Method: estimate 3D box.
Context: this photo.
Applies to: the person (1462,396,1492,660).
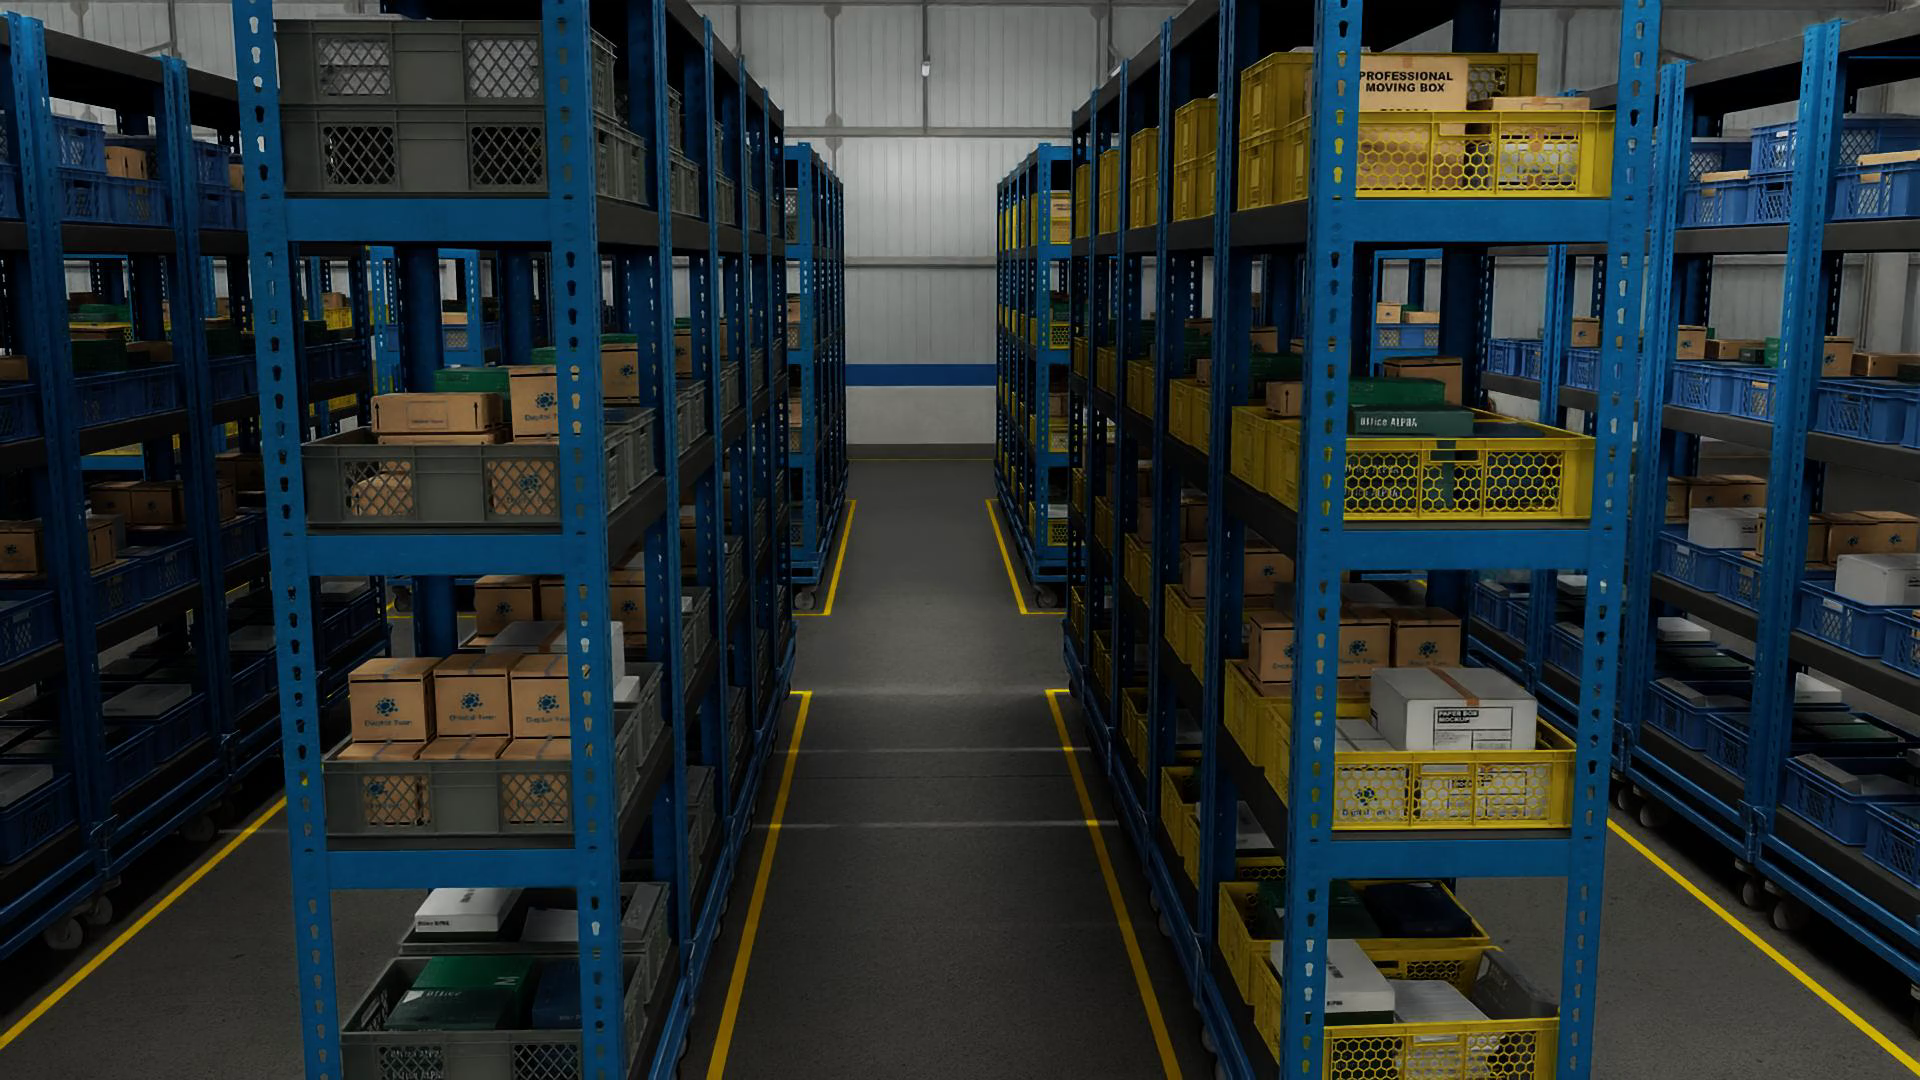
[{"bbox_3d":[3.521,-0.068,11.236,0.666,1.827,0.584,-2,10,-14],"label":"person"}]
